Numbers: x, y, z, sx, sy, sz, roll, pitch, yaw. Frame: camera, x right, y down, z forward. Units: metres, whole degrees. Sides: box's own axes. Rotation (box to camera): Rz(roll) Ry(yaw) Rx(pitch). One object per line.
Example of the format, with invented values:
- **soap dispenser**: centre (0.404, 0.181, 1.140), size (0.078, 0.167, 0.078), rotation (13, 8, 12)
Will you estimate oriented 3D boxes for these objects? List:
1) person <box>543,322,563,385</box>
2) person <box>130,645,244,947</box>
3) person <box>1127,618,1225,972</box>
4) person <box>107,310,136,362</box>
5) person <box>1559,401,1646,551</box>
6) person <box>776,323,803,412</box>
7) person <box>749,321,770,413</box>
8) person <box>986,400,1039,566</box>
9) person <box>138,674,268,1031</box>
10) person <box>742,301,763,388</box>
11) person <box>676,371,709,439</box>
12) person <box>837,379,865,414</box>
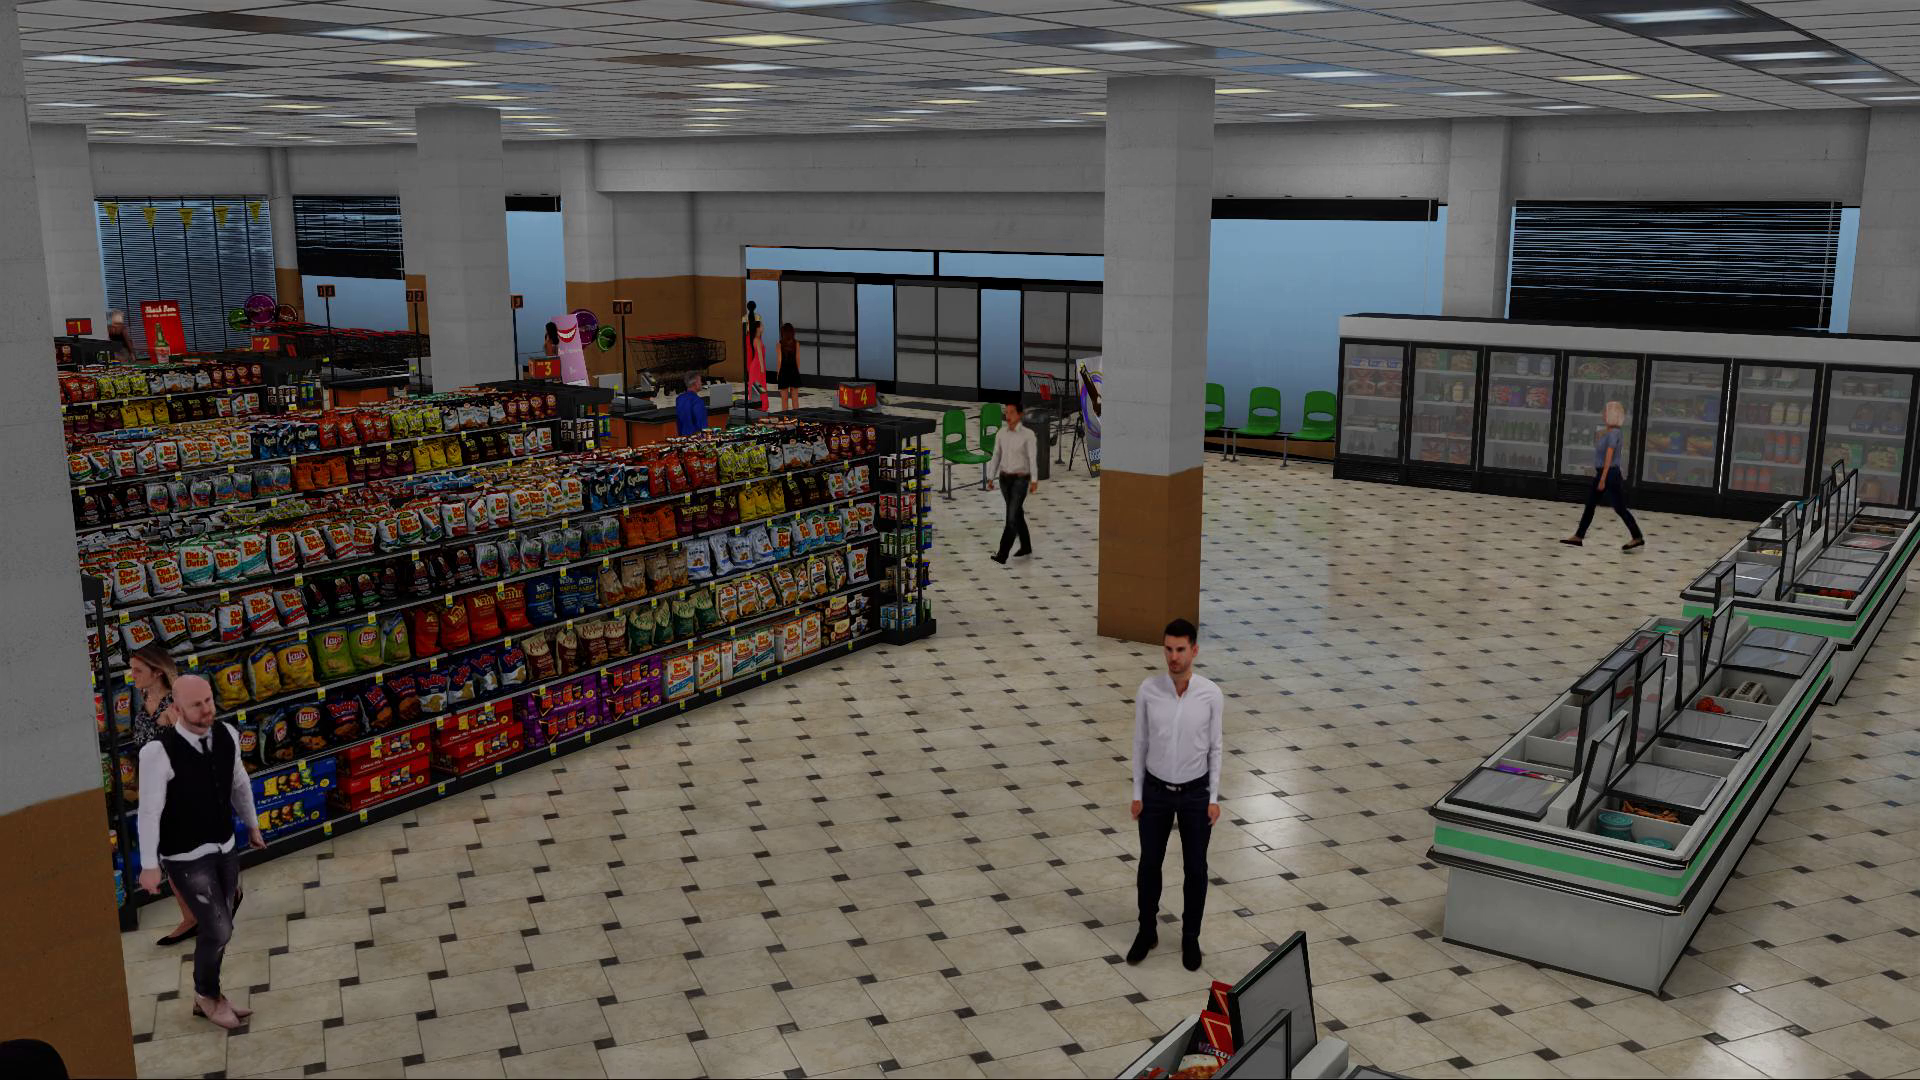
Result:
- **person**: centre (-7.536, -3.216, 30.815), size (0.784, 1.645, 0.640), rotation (2, 12, 8)
- **person**: centre (-4.138, 1.368, 8.963), size (0.631, 1.679, 0.723), rotation (11, 16, 43)
- **person**: centre (1.145, 1.313, 8.768), size (0.697, 1.868, 0.685), rotation (3, 12, 14)
- **person**: centre (-16.479, -3.592, 32.448), size (0.779, 1.709, 1.071), rotation (4, 13, 19)
- **person**: centre (7.389, -0.684, 18.703), size (0.904, 1.681, 1.142), rotation (4, 12, 17)
- **person**: centre (-2.905, -2.763, 28.203), size (0.626, 1.835, 0.723), rotation (-5, 13, -22)
- **person**: centre (-3.651, -3.102, 30.073), size (0.747, 1.727, 0.713), rotation (-4, 13, -19)
- **person**: centre (0.642, -0.621, 18.215), size (0.697, 1.759, 1.128), rotation (9, 15, 36)
- **person**: centre (-3.708, 1.512, 7.979), size (0.927, 1.804, 0.726), rotation (3, 12, 16)
- **person**: centre (-4.302, -4.076, 34.542), size (0.640, 1.792, 0.743), rotation (-5, 13, -22)
- **person**: centre (-3.337, -1.202, 20.806), size (0.657, 1.828, 0.768), rotation (-10, 15, -39)
- **person**: centre (-1.135, -0.914, 19.365), size (1.208, 1.860, 1.161), rotation (-2, 12, -9)
